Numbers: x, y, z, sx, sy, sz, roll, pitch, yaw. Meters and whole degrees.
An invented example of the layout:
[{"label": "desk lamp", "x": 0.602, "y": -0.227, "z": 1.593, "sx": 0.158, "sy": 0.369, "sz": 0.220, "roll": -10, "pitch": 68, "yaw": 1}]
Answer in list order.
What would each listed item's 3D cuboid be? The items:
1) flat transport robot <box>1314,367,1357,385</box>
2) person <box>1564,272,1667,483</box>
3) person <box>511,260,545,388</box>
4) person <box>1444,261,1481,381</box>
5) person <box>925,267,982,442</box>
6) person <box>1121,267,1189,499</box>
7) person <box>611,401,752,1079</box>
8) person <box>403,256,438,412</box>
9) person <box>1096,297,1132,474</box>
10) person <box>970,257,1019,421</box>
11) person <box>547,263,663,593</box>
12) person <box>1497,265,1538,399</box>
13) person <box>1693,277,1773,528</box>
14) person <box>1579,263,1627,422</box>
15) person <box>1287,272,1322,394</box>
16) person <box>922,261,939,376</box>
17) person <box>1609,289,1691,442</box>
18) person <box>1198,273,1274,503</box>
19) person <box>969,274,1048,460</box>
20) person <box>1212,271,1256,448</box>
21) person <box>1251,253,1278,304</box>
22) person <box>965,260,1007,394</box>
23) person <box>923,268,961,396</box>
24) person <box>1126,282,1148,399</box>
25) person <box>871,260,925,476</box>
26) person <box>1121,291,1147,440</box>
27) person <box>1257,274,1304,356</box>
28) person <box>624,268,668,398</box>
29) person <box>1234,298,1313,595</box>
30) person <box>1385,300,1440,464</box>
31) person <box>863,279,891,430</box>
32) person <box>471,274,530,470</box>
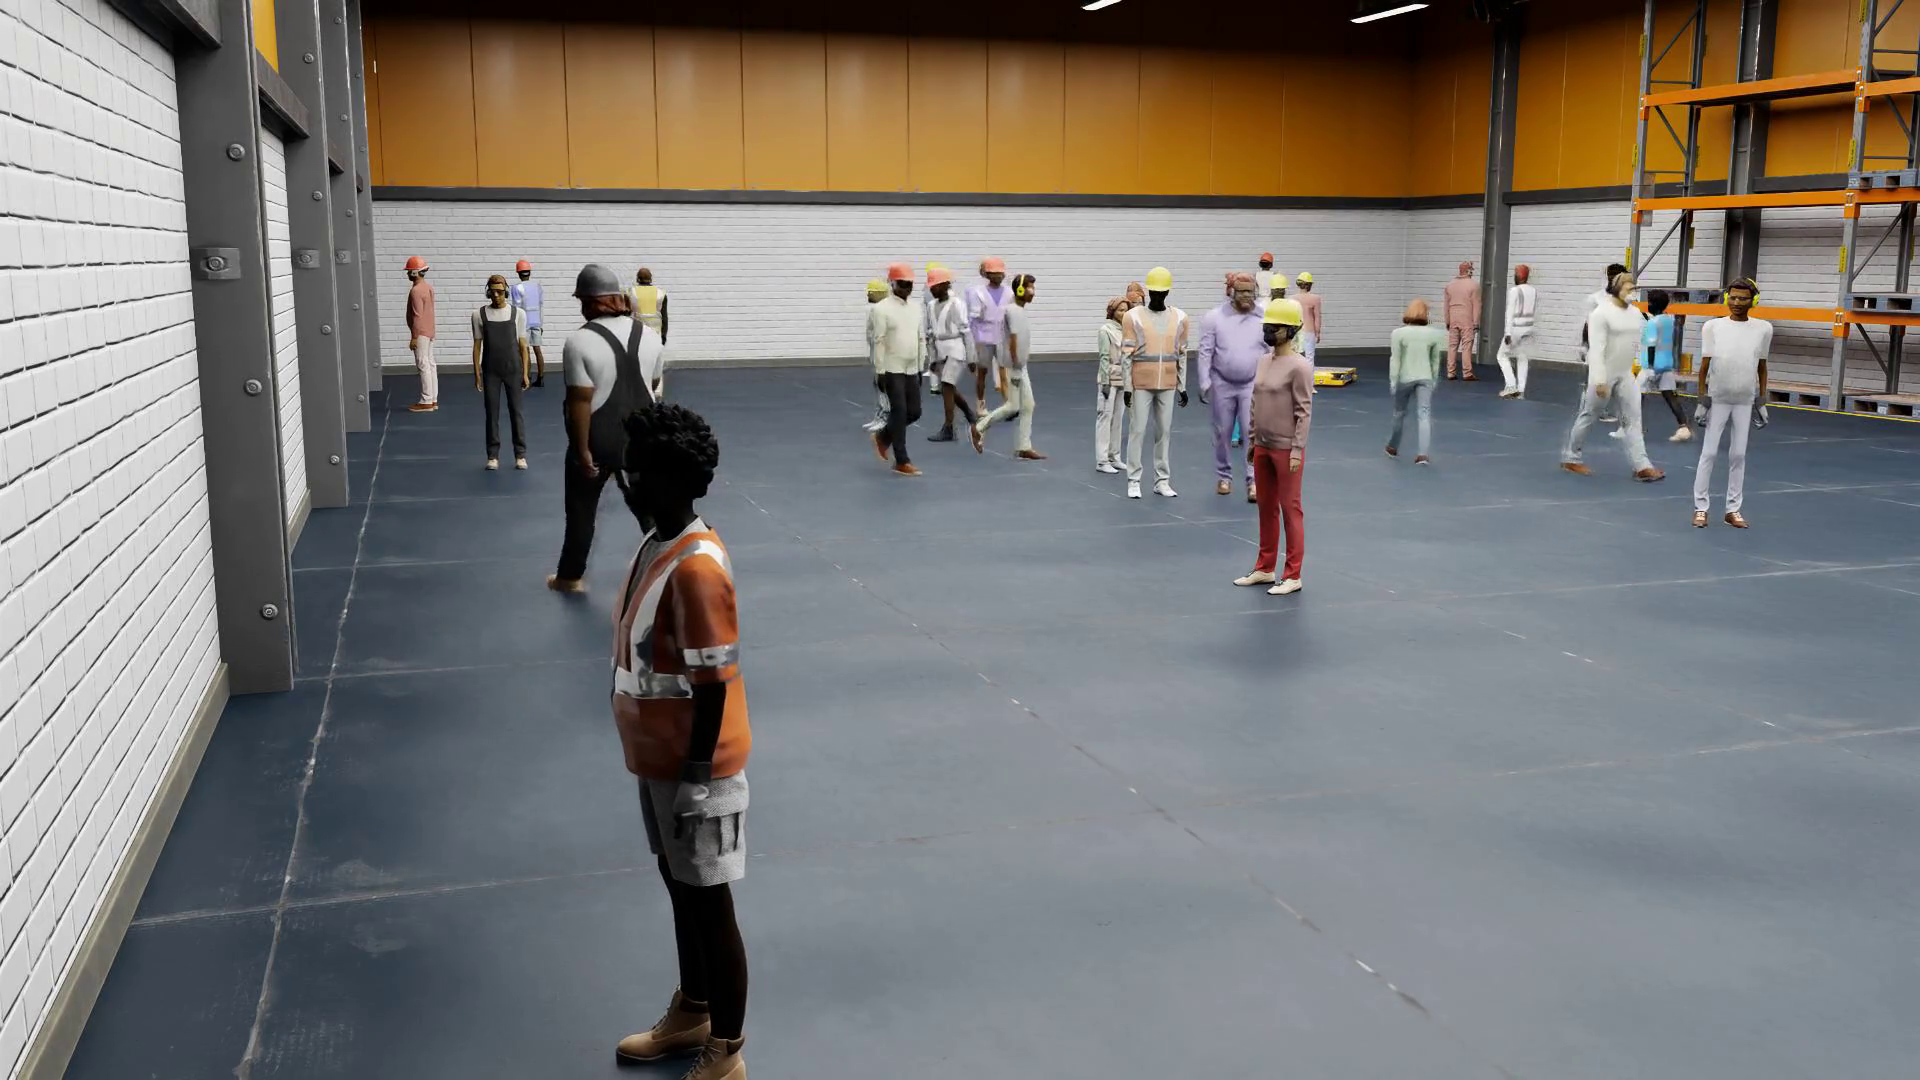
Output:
[{"label": "flat transport robot", "x": 5.773, "y": -2.572, "z": 25.991, "sx": 0.652, "sy": 0.197, "sz": 1.431, "roll": 4, "pitch": 11, "yaw": 22}, {"label": "person", "x": 5.878, "y": -1.460, "z": 14.933, "sx": 0.637, "sy": 1.876, "sz": 1.041, "roll": -5, "pitch": 11, "yaw": -26}, {"label": "person", "x": -6.561, "y": -3.265, "z": 25.195, "sx": 0.376, "sy": 1.934, "sz": 0.547, "roll": 8, "pitch": 13, "yaw": 39}, {"label": "person", "x": 8.074, "y": -3.505, "z": 26.663, "sx": 0.400, "sy": 1.910, "sz": 0.643, "roll": -7, "pitch": 12, "yaw": -36}, {"label": "person", "x": -0.033, "y": -2.025, "z": 18.152, "sx": 0.777, "sy": 1.895, "sz": 0.552, "roll": -7, "pitch": 12, "yaw": -34}, {"label": "person", "x": 1.631, "y": -1.304, "z": 13.878, "sx": 0.587, "sy": 1.922, "sz": 0.383, "roll": -2, "pitch": 10, "yaw": -13}, {"label": "person", "x": -0.670, "y": 0.518, "z": 3.980, "sx": 0.317, "sy": 1.696, "sz": 0.537, "roll": -4, "pitch": 11, "yaw": -22}, {"label": "person", "x": -6.968, "y": -2.658, "z": 21.501, "sx": 0.377, "sy": 1.995, "sz": 0.612, "roll": 0, "pitch": 10, "yaw": -2}, {"label": "person", "x": 1.445, "y": -1.446, "z": 15.523, "sx": 0.314, "sy": 1.636, "sz": 0.514, "roll": 7, "pitch": 12, "yaw": 33}, {"label": "person", "x": 0.426, "y": -2.457, "z": 20.363, "sx": 0.621, "sy": 1.981, "sz": 1.087, "roll": -3, "pitch": 10, "yaw": -17}, {"label": "person", "x": -2.028, "y": -0.656, "z": 9.782, "sx": 1.022, "sy": 2.000, "sz": 0.685, "roll": 10, "pitch": 14, "yaw": 44}, {"label": "person", "x": 7.817, "y": -2.919, "z": 23.368, "sx": 0.621, "sy": 1.872, "sz": 0.472, "roll": -6, "pitch": 12, "yaw": -32}, {"label": "person", "x": 5.741, "y": -1.010, "z": 12.350, "sx": 0.521, "sy": 1.864, "sz": 0.335, "roll": 2, "pitch": 10, "yaw": 10}, {"label": "person", "x": 7.877, "y": -2.436, "z": 20.439, "sx": 0.653, "sy": 1.929, "sz": 0.841, "roll": -2, "pitch": 10, "yaw": -14}, {"label": "person", "x": 4.961, "y": -2.985, "z": 24.067, "sx": 0.525, "sy": 1.765, "sz": 0.329, "roll": 4, "pitch": 11, "yaw": 23}, {"label": "person", "x": -0.370, "y": -3.664, "z": 27.581, "sx": 0.603, "sy": 1.907, "sz": 0.545, "roll": 9, "pitch": 13, "yaw": 42}, {"label": "person", "x": 7.561, "y": -1.883, "z": 18.016, "sx": 0.536, "sy": 1.654, "sz": 0.889, "roll": -8, "pitch": 13, "yaw": -38}, {"label": "person", "x": 2.313, "y": -1.274, "z": 13.846, "sx": 0.659, "sy": 1.873, "sz": 0.783, "roll": 1, "pitch": 10, "yaw": 8}, {"label": "person", "x": 0.488, "y": -1.707, "z": 16.458, "sx": 0.725, "sy": 1.841, "sz": 0.547, "roll": 4, "pitch": 10, "yaw": 20}, {"label": "person", "x": 2.908, "y": -1.892, "z": 17.494, "sx": 0.388, "sy": 1.847, "sz": 0.563, "roll": 10, "pitch": 14, "yaw": 44}, {"label": "person", "x": 5.621, "y": -4.271, "z": 30.700, "sx": 0.609, "sy": 2.044, "sz": 0.396, "roll": 3, "pitch": 10, "yaw": 17}, {"label": "person", "x": 0.387, "y": -3.076, "z": 24.084, "sx": 0.628, "sy": 1.939, "sz": 0.375, "roll": 0, "pitch": 10, "yaw": 1}, {"label": "person", "x": -0.232, "y": -2.949, "z": 23.657, "sx": 0.599, "sy": 1.830, "sz": 0.403, "roll": 5, "pitch": 11, "yaw": 26}, {"label": "person", "x": 2.417, "y": -2.745, "z": 23.051, "sx": 0.269, "sy": 1.632, "sz": 0.509, "roll": -8, "pitch": 13, "yaw": -40}, {"label": "person", "x": -0.604, "y": -1.593, "z": 15.408, "sx": 0.673, "sy": 1.977, "sz": 0.624, "roll": 9, "pitch": 13, "yaw": 43}, {"label": "person", "x": 1.882, "y": -1.913, "z": 18.271, "sx": 0.507, "sy": 1.628, "sz": 0.280, "roll": -5, "pitch": 11, "yaw": -27}, {"label": "person", "x": 3.870, "y": -2.340, "z": 20.240, "sx": 0.588, "sy": 1.796, "sz": 0.900, "roll": 1, "pitch": 10, "yaw": 4}, {"label": "person", "x": -4.426, "y": -2.906, "z": 23.411, "sx": 0.629, "sy": 1.836, "sz": 0.429, "roll": -4, "pitch": 11, "yaw": -21}, {"label": "person", "x": 1.903, "y": -0.560, "z": 10.010, "sx": 0.305, "sy": 1.772, "sz": 0.525, "roll": -5, "pitch": 11, "yaw": -26}, {"label": "person", "x": 4.435, "y": -1.548, "z": 16.271, "sx": 0.503, "sy": 1.576, "sz": 0.888, "roll": 0, "pitch": 10, "yaw": 0}, {"label": "person", "x": -0.960, "y": -2.139, "z": 19.229, "sx": 0.294, "sy": 1.744, "sz": 0.487, "roll": -2, "pitch": 10, "yaw": -13}, {"label": "person", "x": -4.326, "y": -1.573, "z": 15.682, "sx": 0.505, "sy": 1.842, "sz": 0.332, "roll": -3, "pitch": 10, "yaw": -15}]
